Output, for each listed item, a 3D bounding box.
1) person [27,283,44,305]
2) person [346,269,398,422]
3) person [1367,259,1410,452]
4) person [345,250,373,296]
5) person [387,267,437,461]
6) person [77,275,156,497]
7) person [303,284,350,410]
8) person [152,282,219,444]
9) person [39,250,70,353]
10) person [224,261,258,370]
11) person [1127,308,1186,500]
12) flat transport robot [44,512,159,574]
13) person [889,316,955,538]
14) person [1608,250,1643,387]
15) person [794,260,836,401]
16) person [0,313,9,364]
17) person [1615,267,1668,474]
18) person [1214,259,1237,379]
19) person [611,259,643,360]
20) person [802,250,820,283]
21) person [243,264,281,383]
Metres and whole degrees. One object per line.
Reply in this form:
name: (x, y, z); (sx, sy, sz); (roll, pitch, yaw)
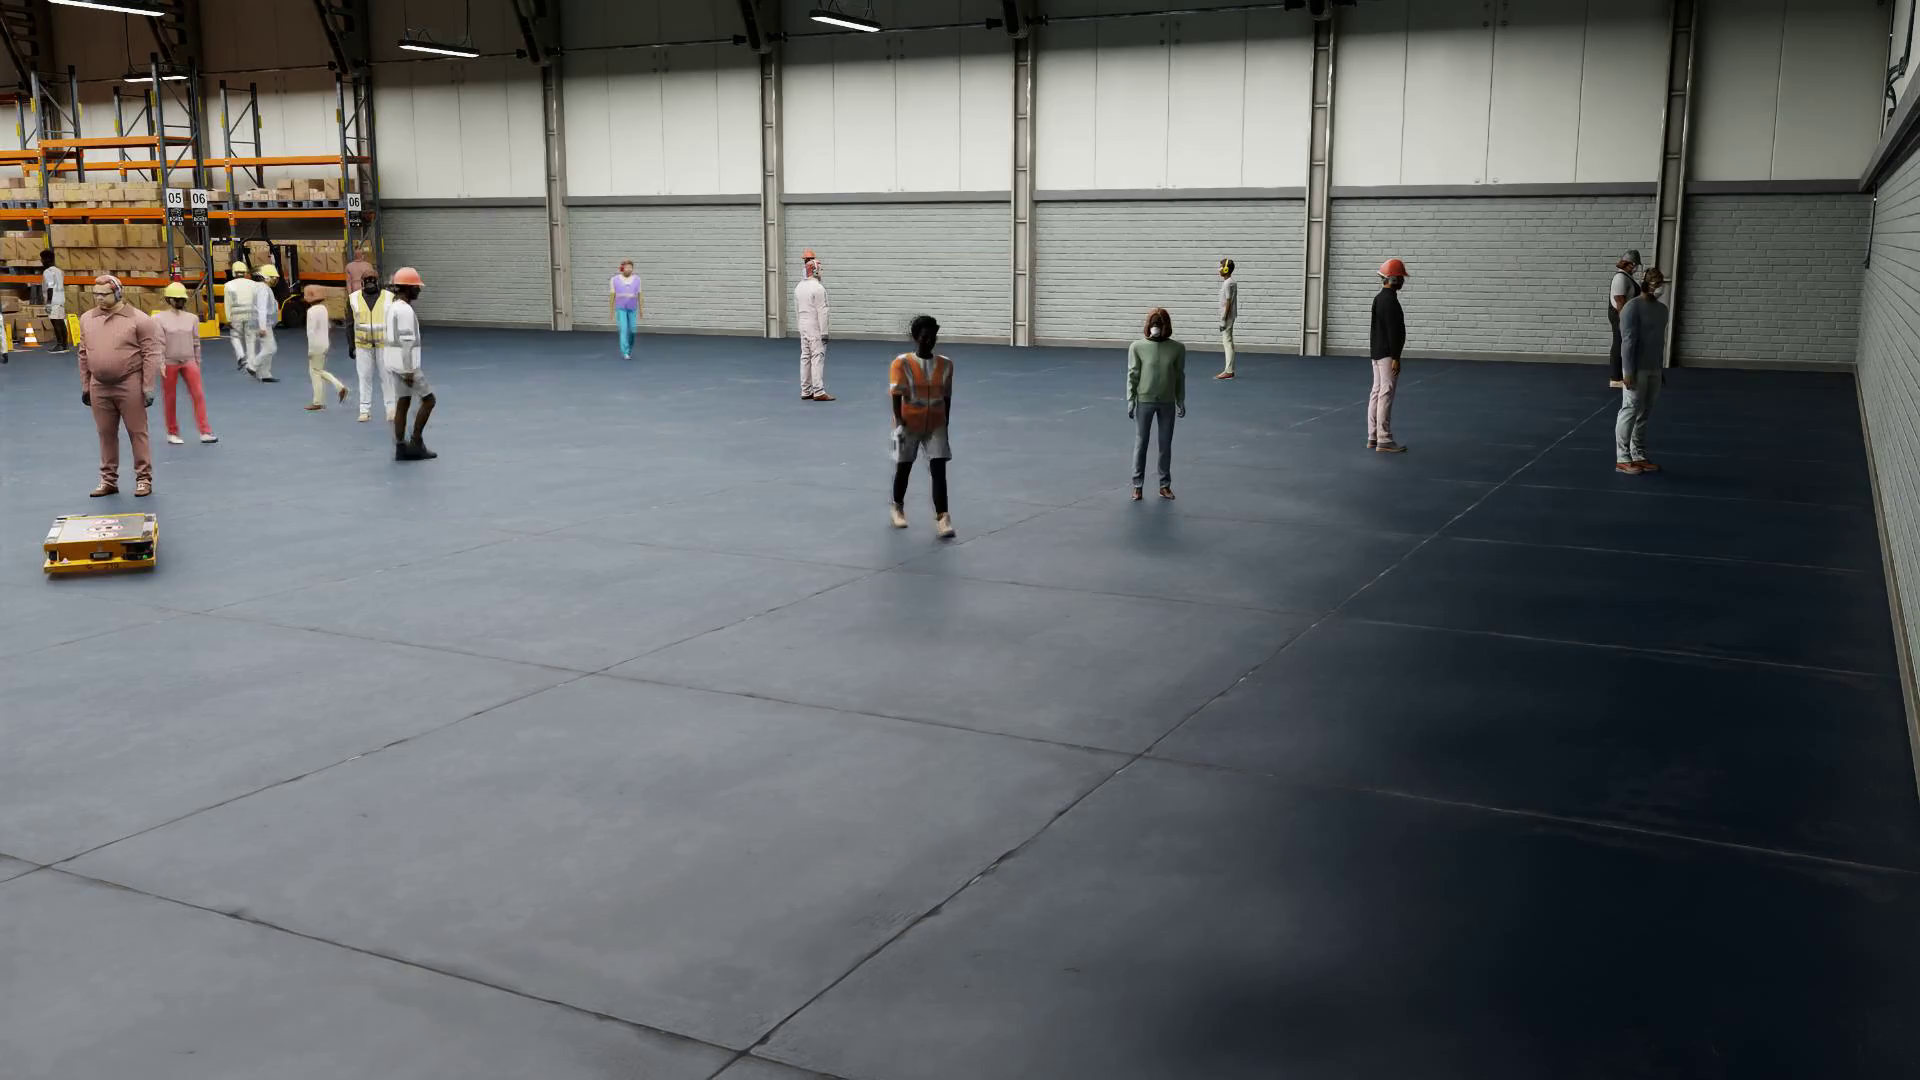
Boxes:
person: (-24.735, -6.872, 44.565); (0.389, 1.919, 0.590); (5, 11, 23)
person: (-7.072, -2.346, 20.085); (0.637, 1.840, 0.429); (-2, 11, -13)
person: (4.466, -1.922, 17.349); (0.378, 1.995, 0.612); (-1, 10, -4)
person: (-13.804, -5.735, 38.377); (0.636, 1.911, 0.406); (-1, 10, -8)
person: (-5.440, -1.742, 16.567); (0.548, 1.919, 0.569); (-6, 12, -30)
person: (-7.243, -1.312, 14.282); (0.636, 1.902, 0.406); (0, 10, -1)
person: (-8.182, -2.463, 21.304); (0.500, 1.617, 0.514); (0, 10, 0)
person: (-8.294, -1.864, 17.757); (0.815, 1.737, 0.529); (10, 14, 42)
person: (-17.329, -4.557, 31.797); (0.367, 1.962, 0.613); (-1, 10, -7)
person: (-11.831, -3.684, 27.446); (0.597, 1.813, 0.420); (-8, 13, -39)
person: (1.671, -1.154, 14.149); (0.507, 1.632, 0.275); (-1, 10, -7)
flat transport robot: (-5.956, 0.000, 11.571); (0.652, 0.197, 1.431); (-5, 11, -24)
person: (-0.295, -0.862, 12.513); (0.546, 1.652, 0.893); (-4, 11, -21)
person: (9.897, -3.287, 24.670); (0.536, 2.000, 0.675); (4, 11, 23)
person: (-1.971, -2.845, 22.624); (0.409, 1.908, 0.639); (-8, 13, -37)
person: (-11.365, -2.220, 19.234); (0.613, 1.893, 0.799); (-8, 13, -36)
person: (6.463, -1.595, 15.723); (0.632, 1.940, 0.372); (-8, 13, -37)
person: (4.176, -3.462, 26.083); (0.327, 1.874, 0.521); (4, 11, 19)
person: (-6.058, -4.175, 30.123); (0.604, 1.819, 0.629); (-5, 11, -25)
person: (-3.143, -5.099, 34.834); (0.374, 1.935, 0.552); (6, 12, 28)
person: (-10.513, -3.254, 25.139); (0.547, 1.809, 0.603); (-4, 11, -22)
